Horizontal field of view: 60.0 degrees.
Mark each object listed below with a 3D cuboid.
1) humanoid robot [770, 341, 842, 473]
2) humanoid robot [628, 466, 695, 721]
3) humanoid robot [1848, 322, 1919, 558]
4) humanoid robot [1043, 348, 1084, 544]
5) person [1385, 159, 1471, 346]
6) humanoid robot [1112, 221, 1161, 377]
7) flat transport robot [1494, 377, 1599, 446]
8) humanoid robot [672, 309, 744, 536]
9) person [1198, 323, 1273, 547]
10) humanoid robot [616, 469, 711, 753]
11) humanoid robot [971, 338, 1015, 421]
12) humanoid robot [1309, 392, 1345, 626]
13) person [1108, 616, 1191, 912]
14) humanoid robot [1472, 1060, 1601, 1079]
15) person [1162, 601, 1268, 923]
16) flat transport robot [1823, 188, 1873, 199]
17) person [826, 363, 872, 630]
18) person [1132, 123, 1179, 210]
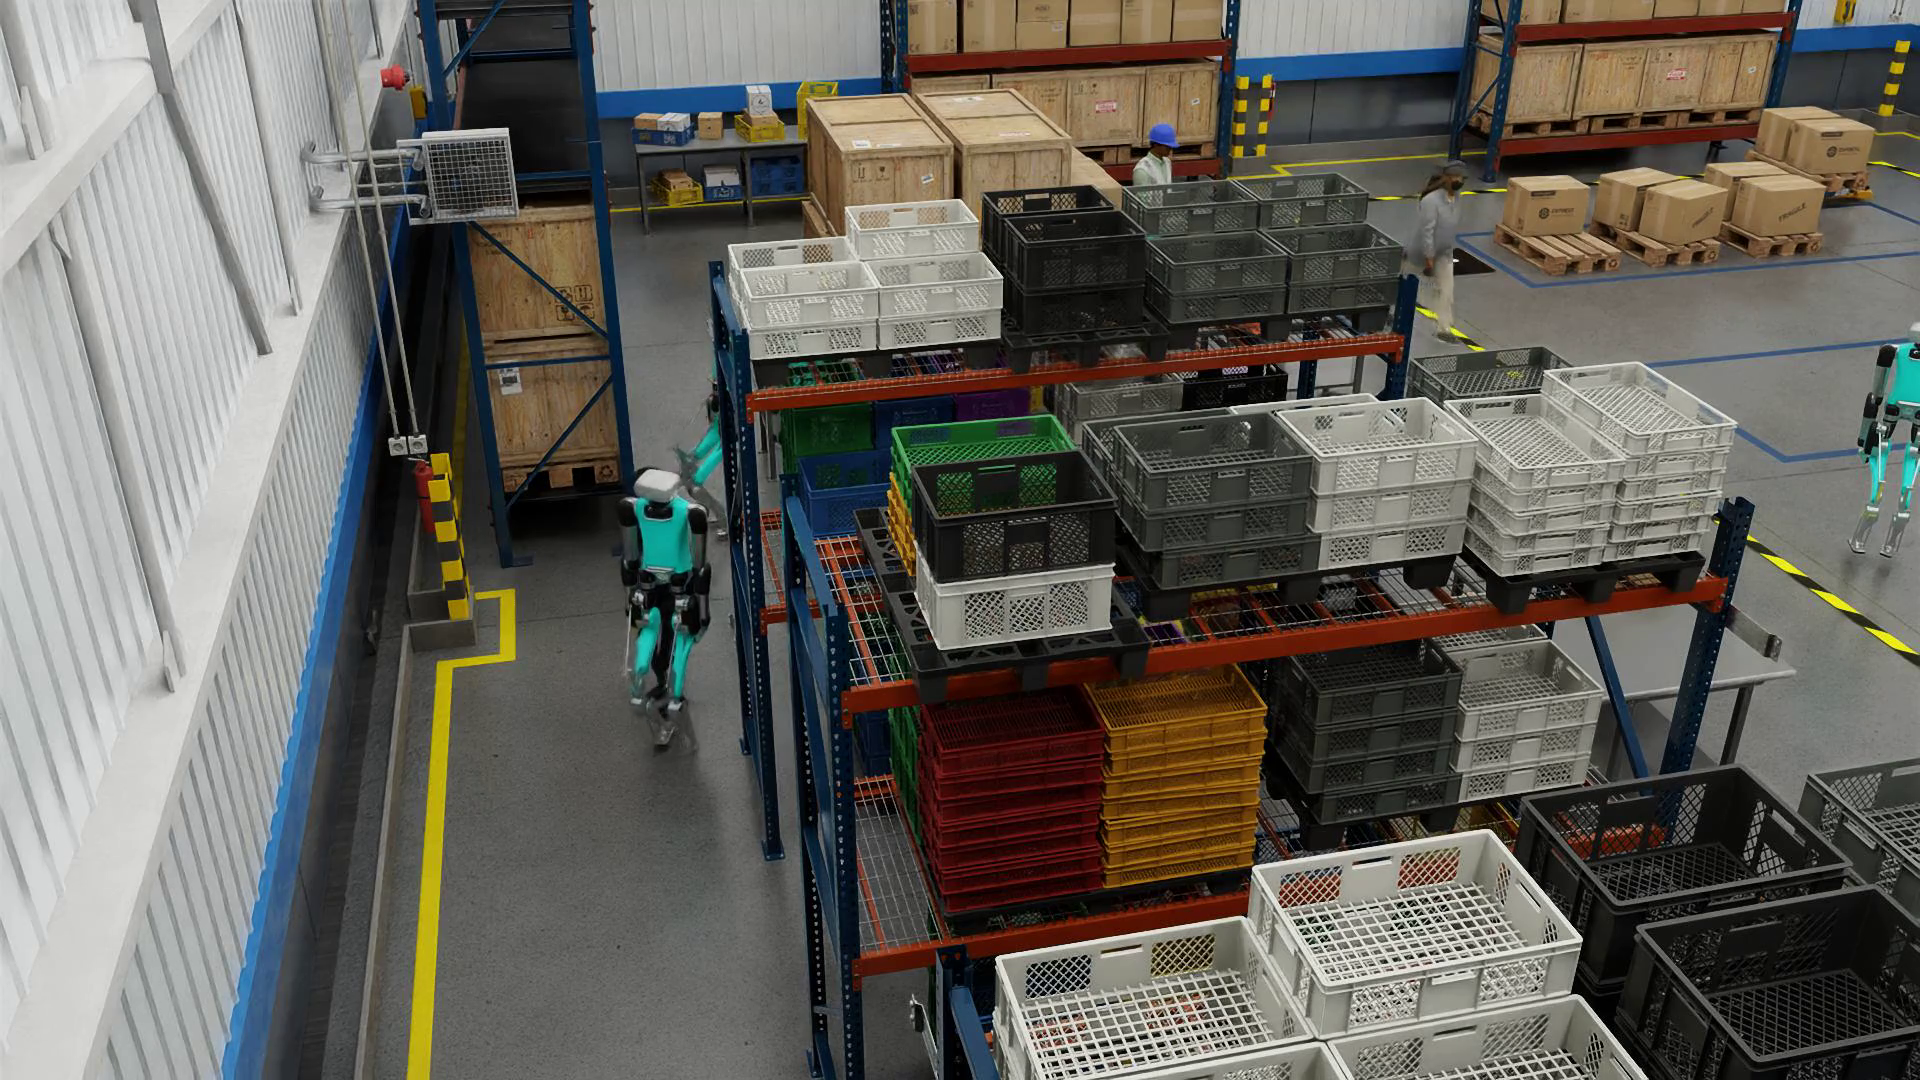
[{"bbox_3d":[-1.055,-0.777,12.009,0.544,1.856,0.667,4,28,8],"label":"humanoid robot"},{"bbox_3d":[-1.787,0.317,9.938,0.611,1.652,0.338,21,35,35],"label":"humanoid robot"},{"bbox_3d":[6.515,-0.635,11.533,0.533,1.677,0.735,13,31,24],"label":"humanoid robot"},{"bbox_3d":[0.740,-0.628,11.751,0.474,1.639,0.607,0,28,-1],"label":"humanoid robot"},{"bbox_3d":[4.441,-2.748,15.705,0.579,1.708,0.890,-16,32,-27],"label":"person"},{"bbox_3d":[1.567,-2.099,14.456,0.576,1.736,0.901,8,29,14],"label":"humanoid robot"},{"bbox_3d":[4.780,-1.036,14.013,0.659,0.231,1.431,-6,28,-12],"label":"flat transport robot"},{"bbox_3d":[-1.821,-0.837,11.994,0.676,1.741,0.530,-11,30,-21],"label":"humanoid robot"},{"bbox_3d":[1.893,-0.655,11.406,0.611,2.031,0.398,21,34,34],"label":"person"},{"bbox_3d":[-1.720,0.511,9.493,0.540,1.789,0.666,5,28,9],"label":"humanoid robot"},{"bbox_3d":[0.254,-0.974,12.375,0.384,1.641,0.598,18,33,31],"label":"humanoid robot"},{"bbox_3d":[2.327,-0.201,10.908,0.324,1.650,0.607,-13,31,-24],"label":"humanoid robot"},{"bbox_3d":[0.920,1.131,8.233,0.403,1.824,0.593,7,29,13],"label":"person"},{"bbox_3d":[2.157,2.069,6.540,1.004,1.732,0.539,-8,29,-15],"label":"humanoid robot"},{"bbox_3d":[1.279,1.124,8.227,0.633,1.840,0.429,-13,30,-23],"label":"person"},{"bbox_3d":[10.229,-4.288,20.153,1.431,0.197,0.652,-6,28,-11],"label":"flat transport robot"},{"bbox_3d":[-0.707,-0.276,10.838,0.356,1.884,0.574,3,28,5],"label":"person"},{"bbox_3d":[1.867,-3.060,16.074,0.416,1.932,0.613,18,33,30],"label":"person"}]
